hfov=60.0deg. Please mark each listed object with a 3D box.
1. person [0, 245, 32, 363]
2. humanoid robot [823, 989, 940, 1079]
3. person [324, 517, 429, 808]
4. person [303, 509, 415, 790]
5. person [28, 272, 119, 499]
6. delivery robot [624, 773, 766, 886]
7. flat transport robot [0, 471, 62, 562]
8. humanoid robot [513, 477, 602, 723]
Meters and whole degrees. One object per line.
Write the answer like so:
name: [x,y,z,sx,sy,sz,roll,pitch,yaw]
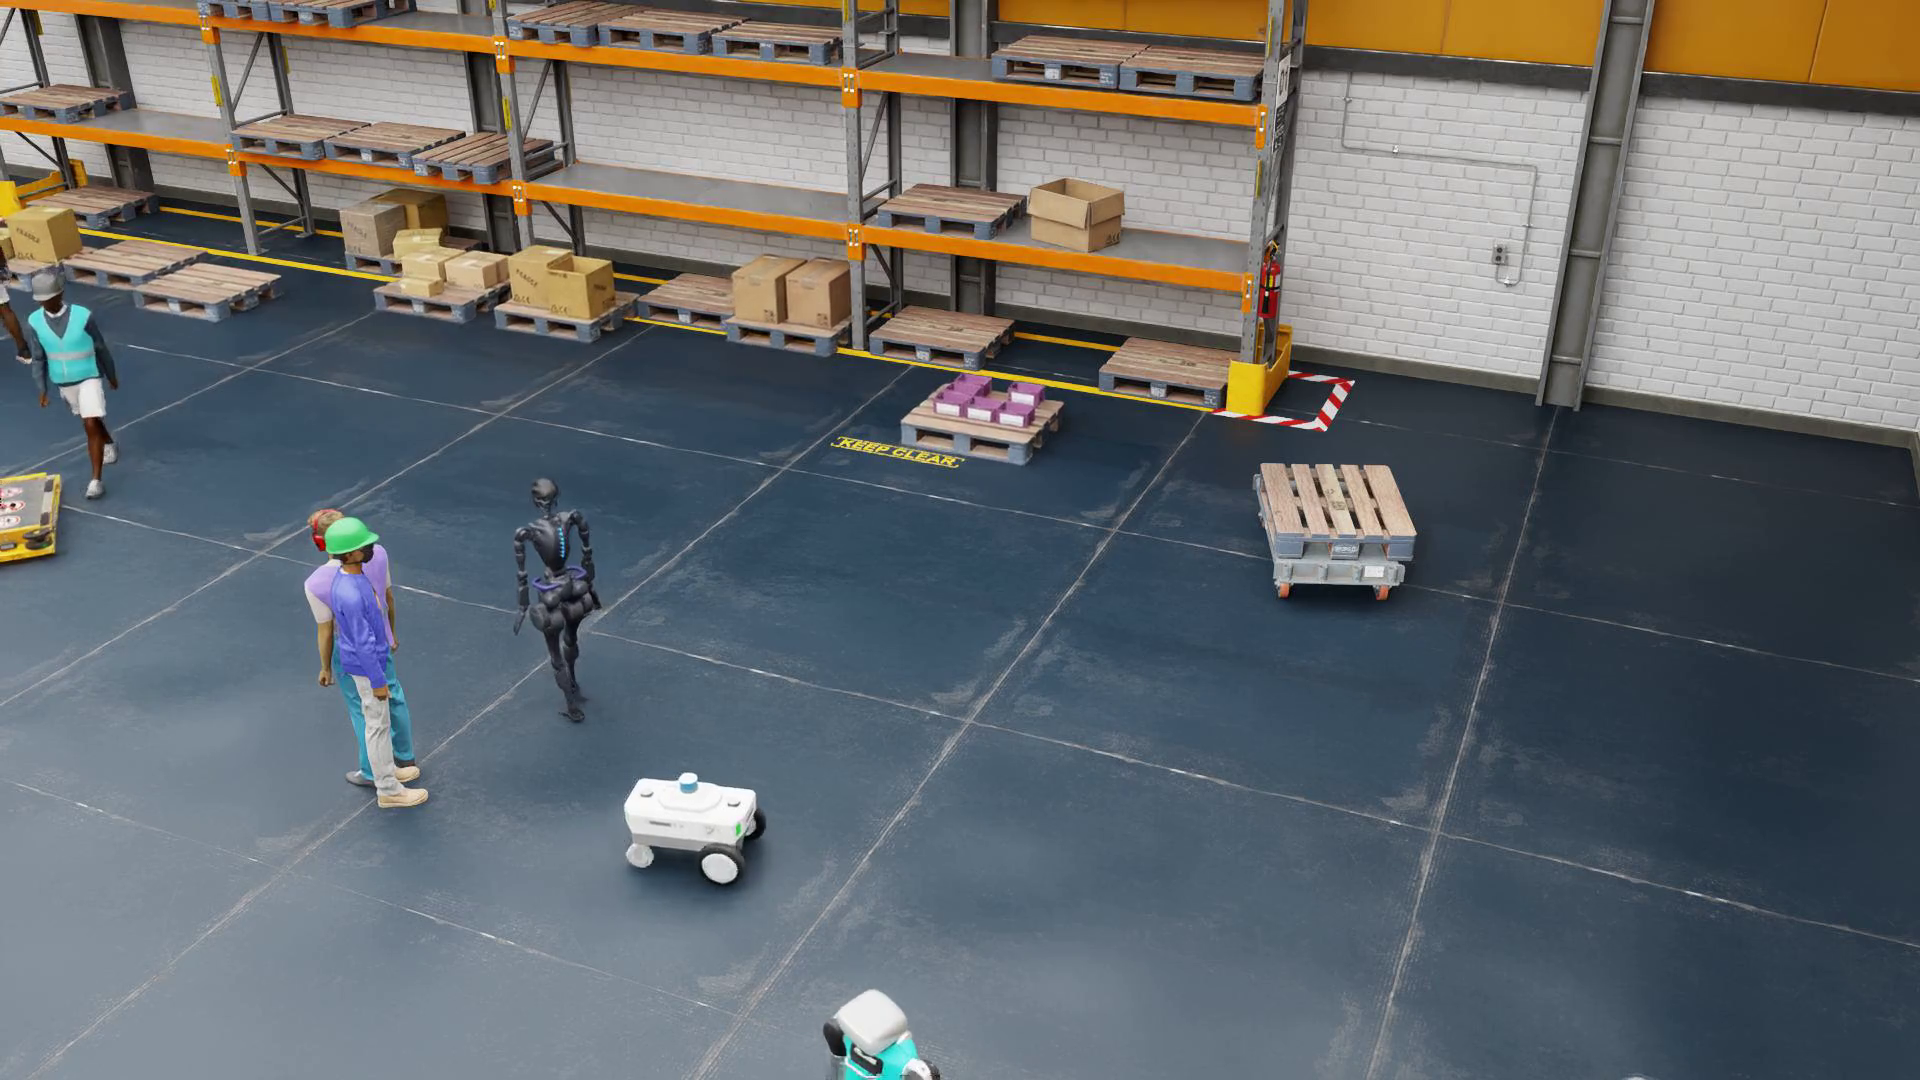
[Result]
person: [-9.636,-2.624,16.213,0.652,1.920,0.478,-13,30,-24]
humanoid robot: [-0.520,2.614,6.286,0.548,1.777,0.929,22,35,36]
person: [-3.462,0.719,9.789,0.340,1.875,0.461,-12,30,-22]
person: [-3.580,0.659,9.943,0.388,1.838,0.563,16,31,28]
person: [-7.355,-1.365,13.830,0.571,1.865,1.093,-4,28,-8]
delivery robot: [-1.502,1.616,9.504,0.792,0.611,0.499,5,28,9]
flat transport robot: [-7.595,-0.198,13.316,0.659,0.231,1.431,-11,29,-21]
humanoid robot: [-2.627,0.355,10.718,0.611,1.650,0.555,-24,36,-39]
